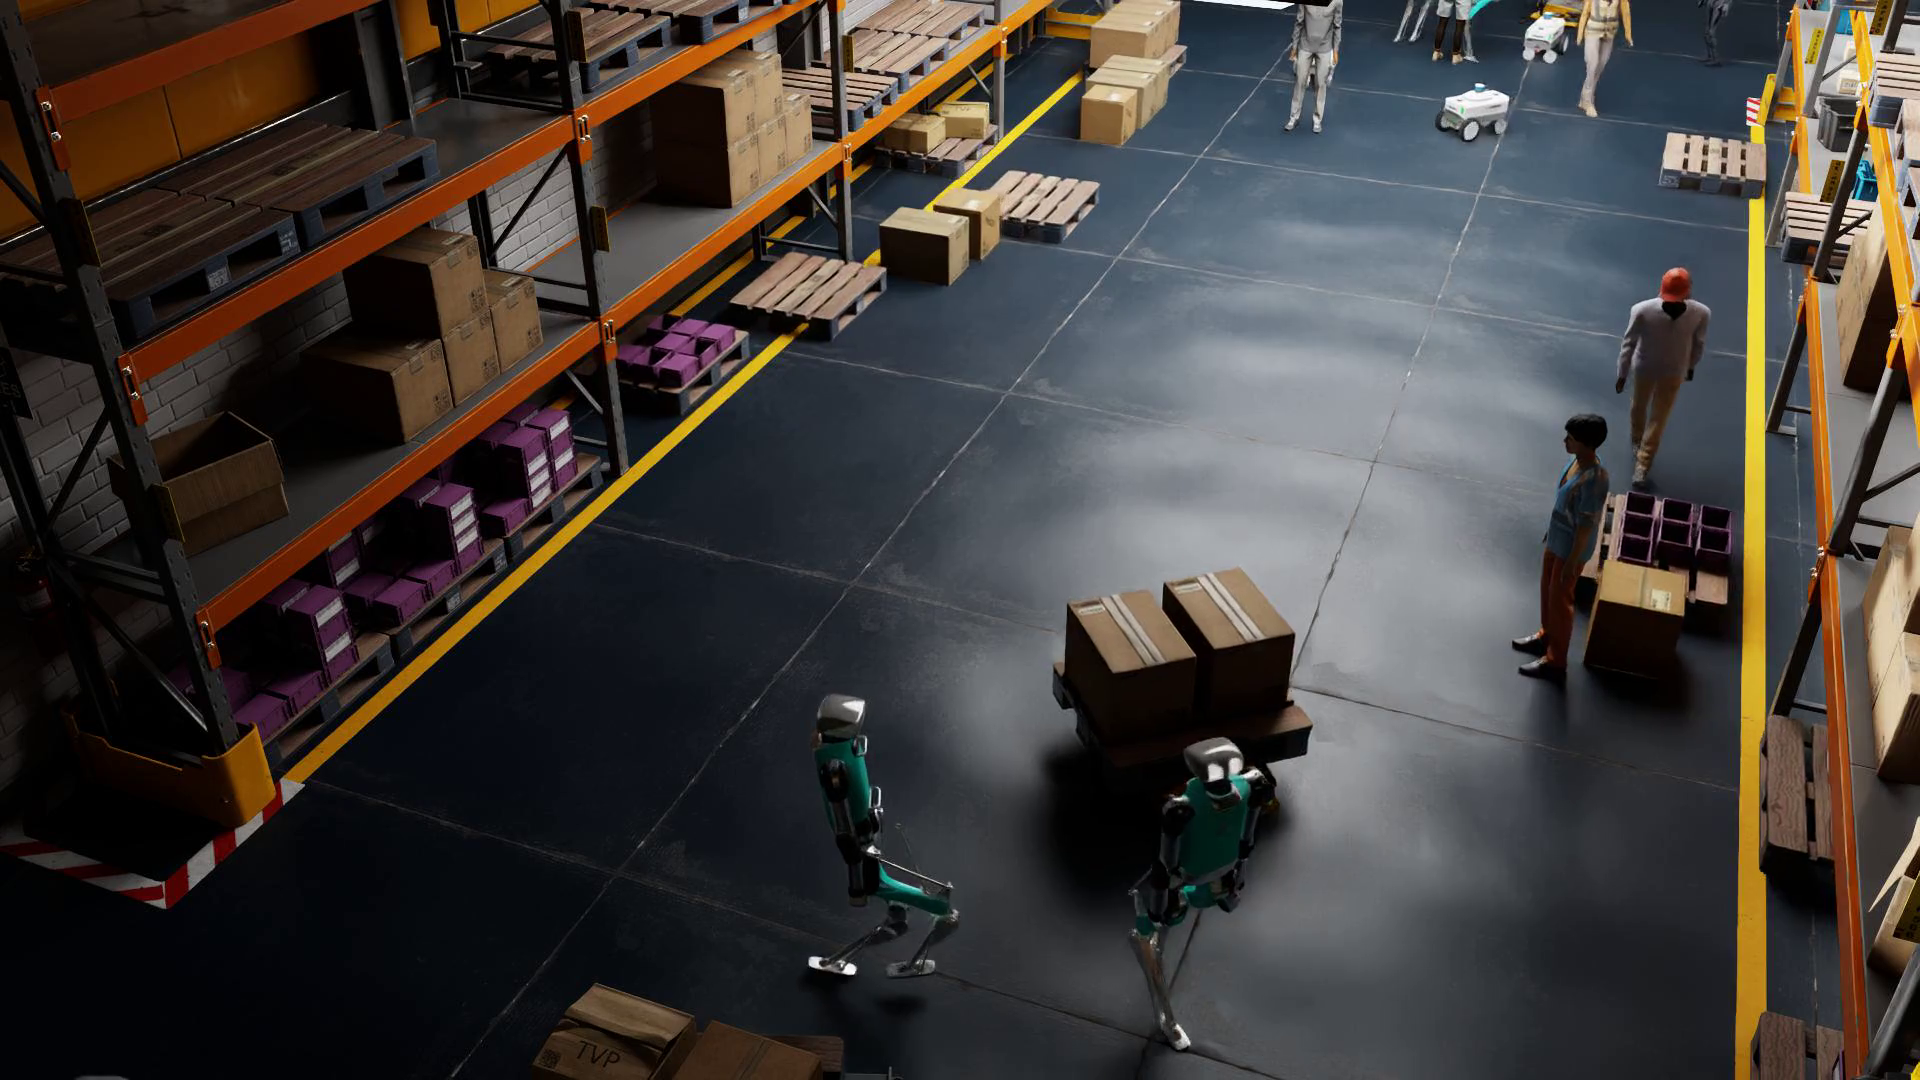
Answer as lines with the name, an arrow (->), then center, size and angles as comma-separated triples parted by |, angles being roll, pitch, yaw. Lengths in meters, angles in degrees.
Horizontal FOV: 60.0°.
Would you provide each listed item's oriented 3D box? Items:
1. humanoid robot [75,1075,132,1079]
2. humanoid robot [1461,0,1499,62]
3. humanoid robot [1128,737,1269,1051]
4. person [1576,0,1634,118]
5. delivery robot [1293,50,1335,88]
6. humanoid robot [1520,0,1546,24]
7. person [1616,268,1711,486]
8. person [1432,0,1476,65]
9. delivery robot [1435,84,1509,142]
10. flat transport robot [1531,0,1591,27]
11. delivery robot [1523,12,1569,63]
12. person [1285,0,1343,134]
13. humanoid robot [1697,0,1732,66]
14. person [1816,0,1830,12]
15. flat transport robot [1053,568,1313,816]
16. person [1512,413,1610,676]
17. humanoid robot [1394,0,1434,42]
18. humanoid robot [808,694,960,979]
humanoid robot -> -2.956, 2.806, 6.000 | 0.544, 1.891, 0.745 | -4, 33, -6
humanoid robot -> 6.553, -7.004, 21.080 | 0.805, 1.773, 0.606 | -8, 34, -13
humanoid robot -> 0.978, 1.537, 7.904 | 0.530, 1.824, 0.847 | -15, 36, -22
person -> 7.451, -5.762, 19.152 | 0.550, 1.744, 0.570 | -4, 33, -7
delivery robot -> 4.402, -5.919, 20.494 | 0.499, 0.599, 0.787 | 2, 33, 3
humanoid robot -> 7.796, -7.736, 22.281 | 0.608, 1.646, 0.356 | 17, 37, 25
person -> 5.138, -1.266, 12.252 | 0.568, 1.667, 0.958 | 12, 35, 18
person -> 6.240, -6.839, 20.862 | 0.532, 1.693, 0.320 | 23, 39, 31
delivery robot -> 5.836, -4.860, 18.847 | 0.797, 0.593, 0.499 | -14, 35, -21
flat transport robot -> 8.553, -7.371, 22.999 | 0.659, 0.231, 1.431 | 28, 42, 36
delivery robot -> 7.509, -6.473, 21.332 | 0.517, 0.580, 0.751 | 18, 37, 26
person -> 3.987, -5.528, 18.648 | 0.547, 1.896, 0.374 | 9, 34, 14
humanoid robot -> 9.490, -6.792, 20.812 | 0.433, 1.631, 0.611 | -6, 33, -10
person -> 10.818, -6.779, 20.611 | 0.545, 1.865, 0.377 | -18, 37, -26
flat transport robot -> 1.272, 1.155, 9.805 | 0.659, 0.231, 1.431 | -10, 34, -15
person -> 3.714, 0.026, 10.181 | 0.322, 1.755, 0.509 | 3, 33, 5
humanoid robot -> 5.953, -7.314, 21.581 | 0.536, 1.813, 0.737 | 26, 41, 34
humanoid robot -> -0.322, 1.498, 7.926 | 0.899, 1.779, 0.548 | 0, 33, 0
